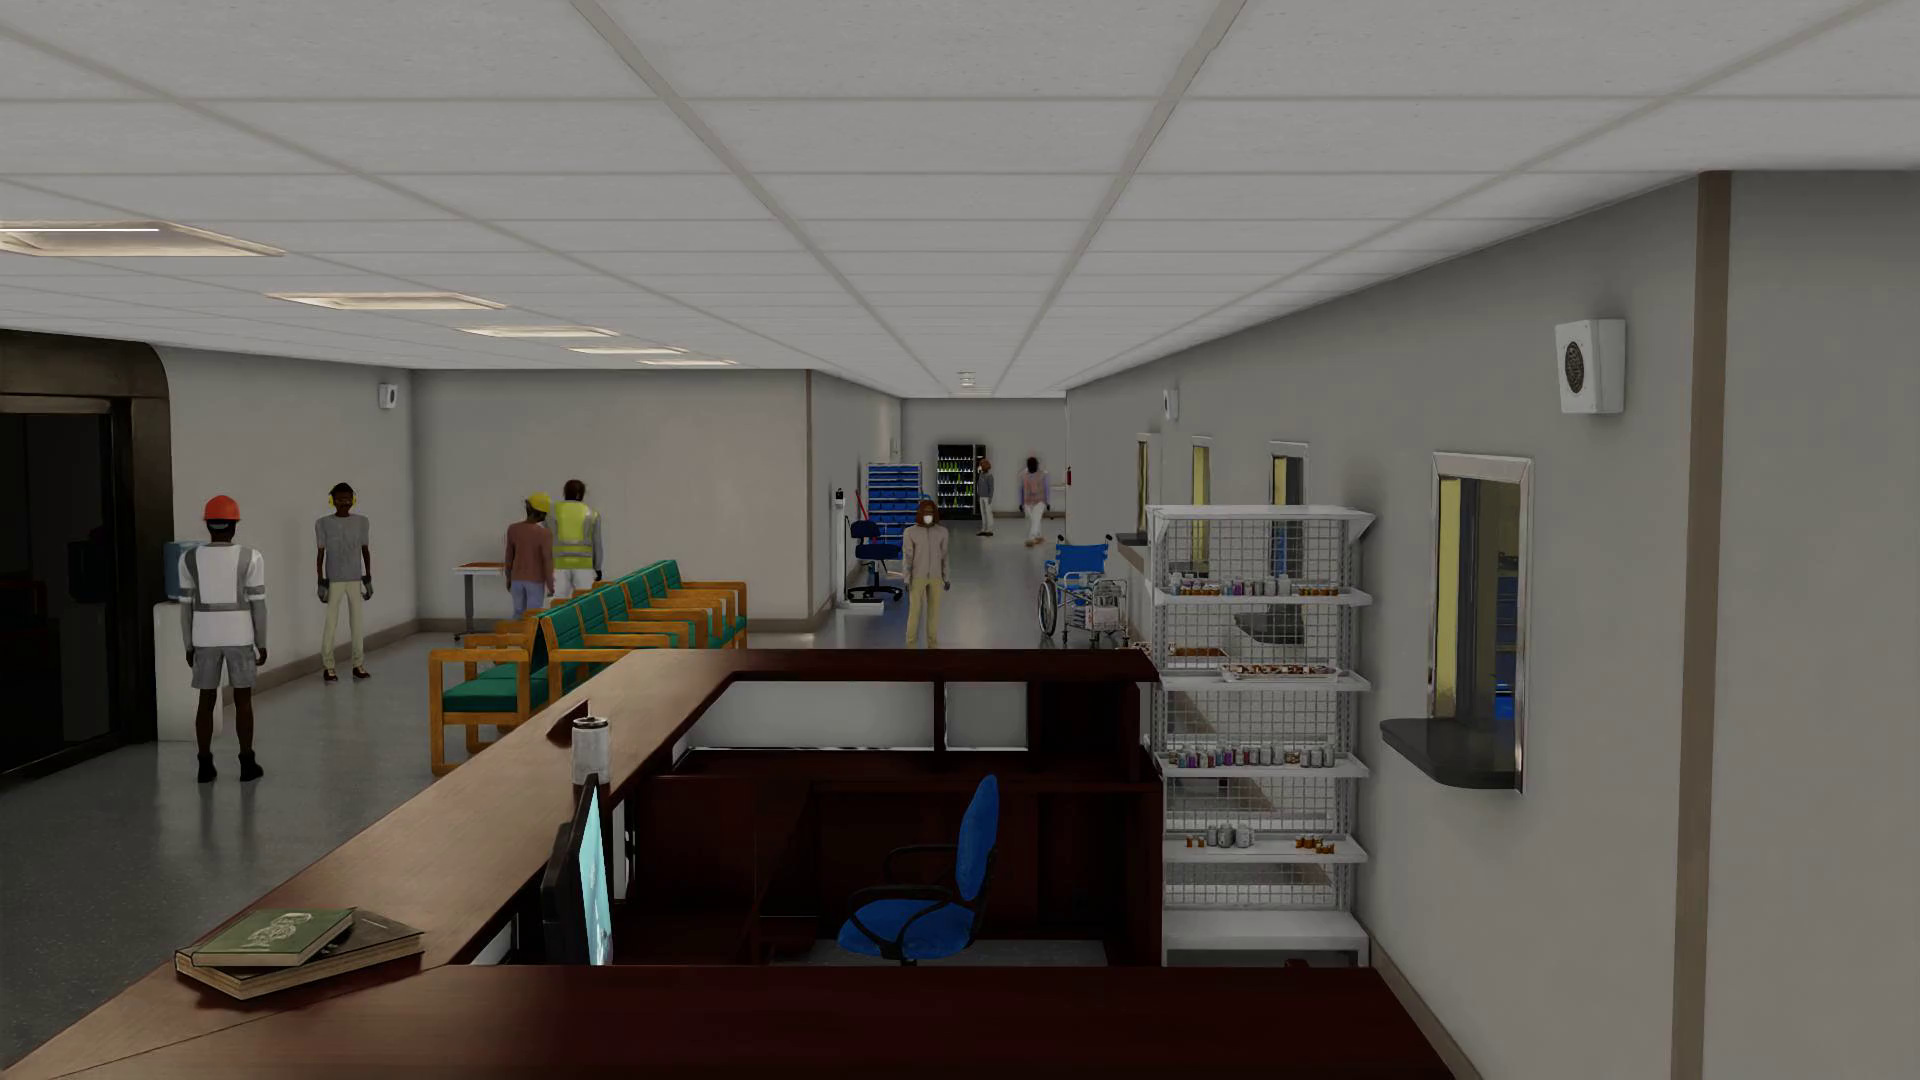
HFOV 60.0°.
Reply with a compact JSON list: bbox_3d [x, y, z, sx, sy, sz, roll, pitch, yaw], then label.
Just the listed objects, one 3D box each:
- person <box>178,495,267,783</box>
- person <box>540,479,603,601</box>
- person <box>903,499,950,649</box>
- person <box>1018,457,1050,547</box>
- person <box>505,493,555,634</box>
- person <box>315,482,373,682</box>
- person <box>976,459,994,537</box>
[{"bbox_3d":[-4.941,0.662,11.187,0.546,1.928,0.381,-1,4,-11],"label":"person"},{"bbox_3d":[-4.038,0.280,17.278,0.643,1.828,0.432,-1,4,-12],"label":"person"},{"bbox_3d":[-0.341,0.402,16.863,0.507,1.631,0.276,-2,4,-24],"label":"person"},{"bbox_3d":[1.449,-0.746,32.312,0.640,1.749,1.125,2,5,27],"label":"person"},{"bbox_3d":[-4.205,0.406,16.144,0.553,1.727,0.466,2,4,21],"label":"person"},{"bbox_3d":[-5.748,0.390,15.526,0.500,1.860,0.328,-3,5,-36],"label":"person"},{"bbox_3d":[0.530,-0.881,34.856,0.268,1.632,0.507,-2,5,-29],"label":"person"}]
